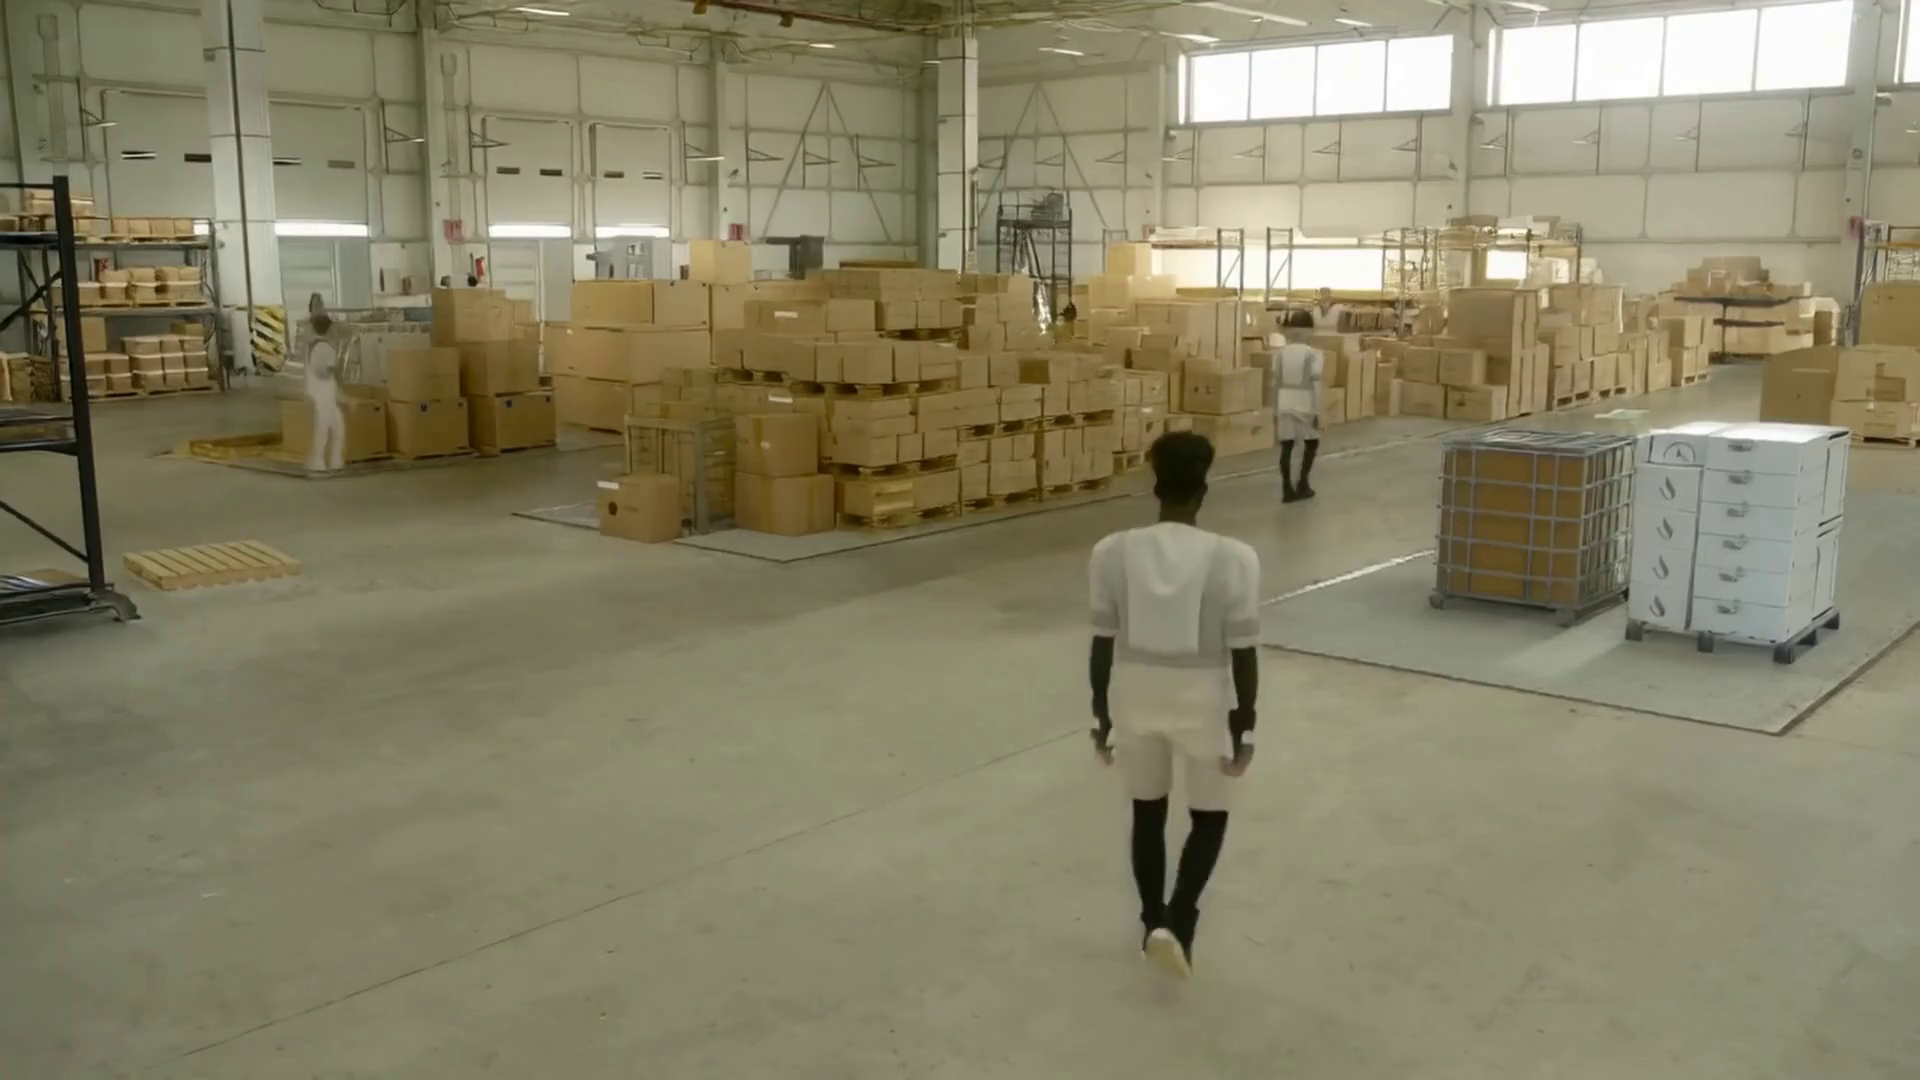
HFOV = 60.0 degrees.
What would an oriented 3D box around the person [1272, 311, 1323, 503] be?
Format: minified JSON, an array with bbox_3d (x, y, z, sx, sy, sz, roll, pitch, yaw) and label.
[{"bbox_3d":[3.425,-1.339,16.738,0.577,1.917,0.609,7,12,36],"label":"person"}]

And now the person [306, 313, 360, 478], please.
[{"bbox_3d":[-6.981,-1.609,18.557,0.705,1.818,0.514,-7,12,-33],"label":"person"}]

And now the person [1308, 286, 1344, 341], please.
[{"bbox_3d":[6.156,-3.311,28.007,0.627,1.904,0.454,7,12,35],"label":"person"}]

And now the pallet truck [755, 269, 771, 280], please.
[{"bbox_3d":[-4.996,-6.432,45.525,1.885,1.965,0.823,-6,12,-32],"label":"pallet truck"}]

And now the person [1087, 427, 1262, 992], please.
[{"bbox_3d":[0.714,0.591,5.697,0.608,1.950,0.661,4,11,20],"label":"person"}]

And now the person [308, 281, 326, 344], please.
[{"bbox_3d":[-13.754,-4.645,35.838,0.995,1.822,0.598,-7,12,-35],"label":"person"}]

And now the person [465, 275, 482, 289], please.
[{"bbox_3d":[-10.994,-5.023,37.682,0.629,1.937,0.379,-3,11,-18],"label":"person"}]

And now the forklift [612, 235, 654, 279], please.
[{"bbox_3d":[-7.300,-5.450,37.421,1.873,2.768,1.129,8,13,40],"label":"forklift"}]

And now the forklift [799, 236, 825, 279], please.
[{"bbox_3d":[-3.518,-5.871,39.816,1.873,2.768,1.129,2,10,14],"label":"forklift"}]

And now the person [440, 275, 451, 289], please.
[{"bbox_3d":[-11.677,-5.058,37.891,0.547,1.930,0.382,-7,12,-34],"label":"person"}]
